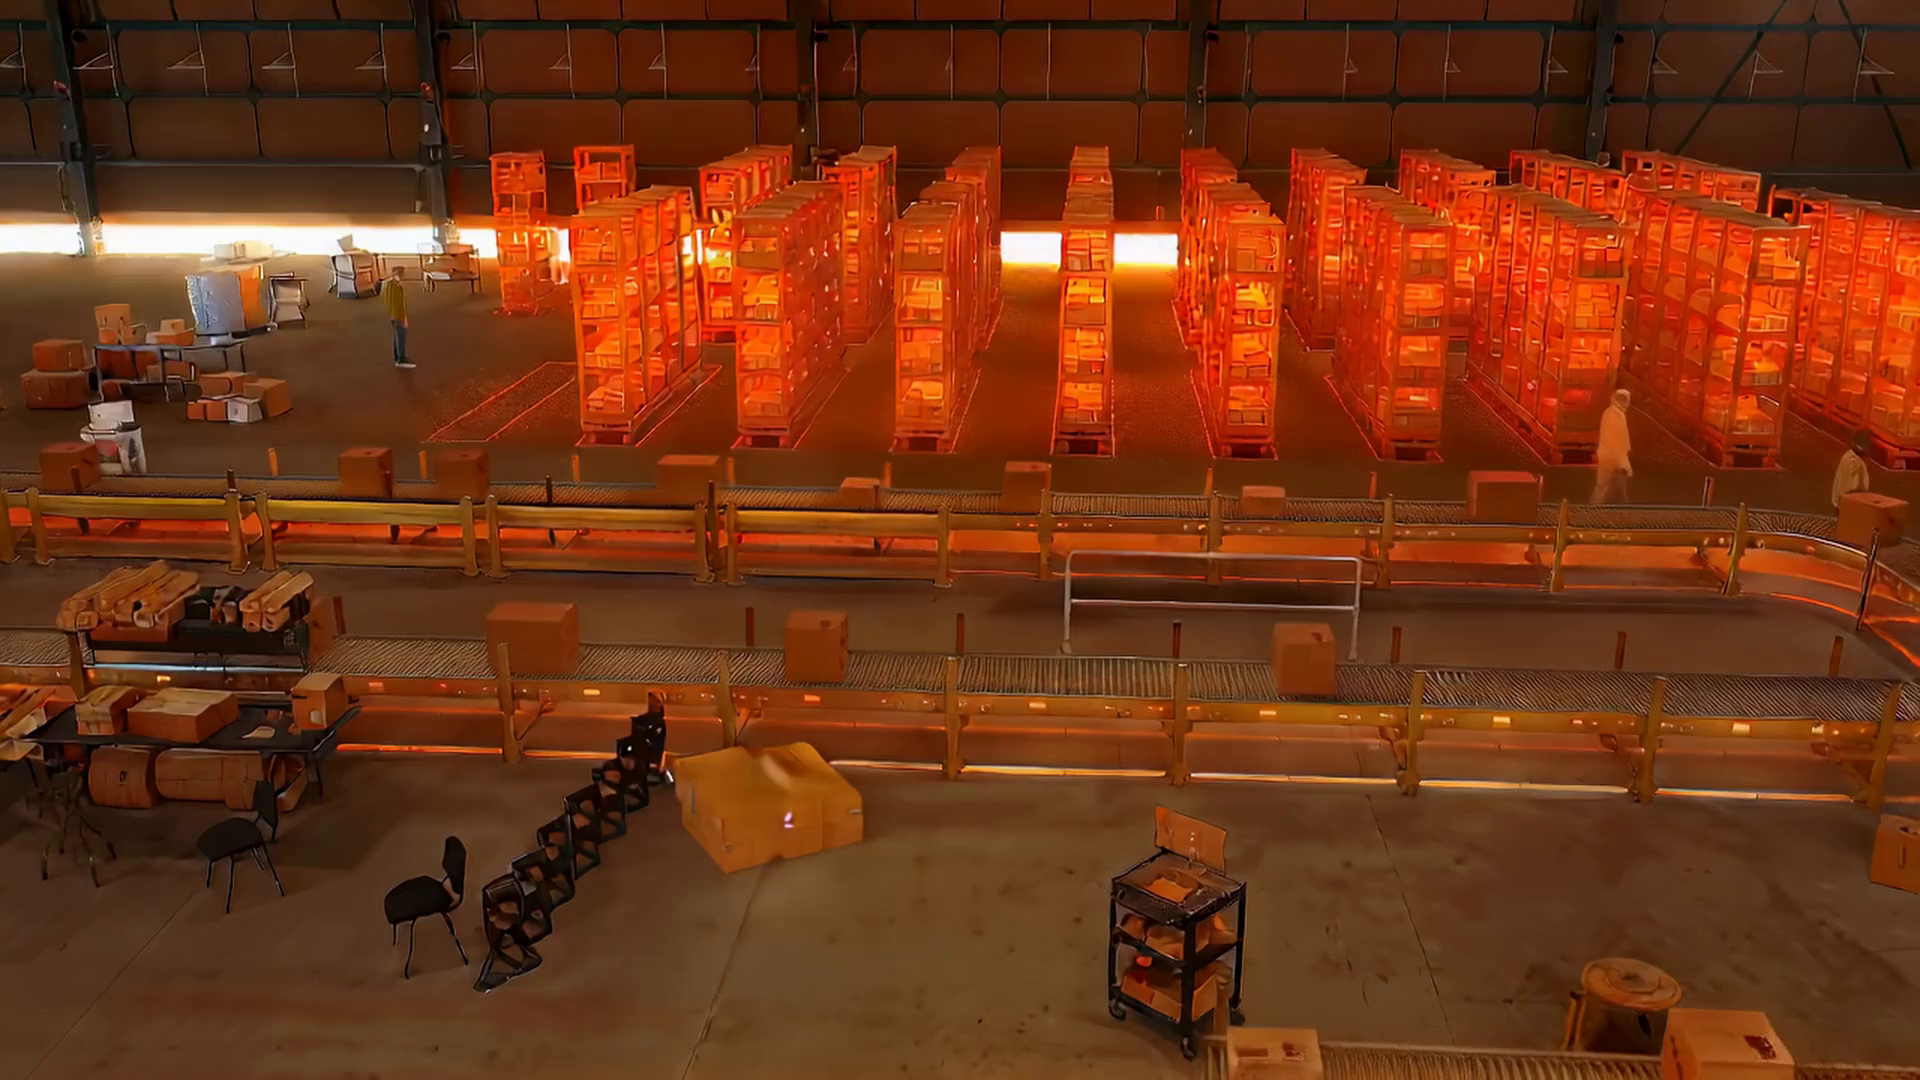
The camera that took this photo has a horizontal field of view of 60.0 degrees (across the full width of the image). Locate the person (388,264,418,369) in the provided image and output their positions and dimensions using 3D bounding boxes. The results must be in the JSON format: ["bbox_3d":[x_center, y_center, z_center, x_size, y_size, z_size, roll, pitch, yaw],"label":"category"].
[{"bbox_3d":[-10.718,-4.287,31.901,0.401,1.989,0.623,-14,23,-38],"label":"person"}]

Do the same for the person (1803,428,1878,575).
[{"bbox_3d":[10.700,-0.500,20.190,0.740,1.810,0.605,11,21,31],"label":"person"}]

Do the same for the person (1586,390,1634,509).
[{"bbox_3d":[8.644,-1.039,21.804,0.766,1.878,0.652,6,18,18],"label":"person"}]
